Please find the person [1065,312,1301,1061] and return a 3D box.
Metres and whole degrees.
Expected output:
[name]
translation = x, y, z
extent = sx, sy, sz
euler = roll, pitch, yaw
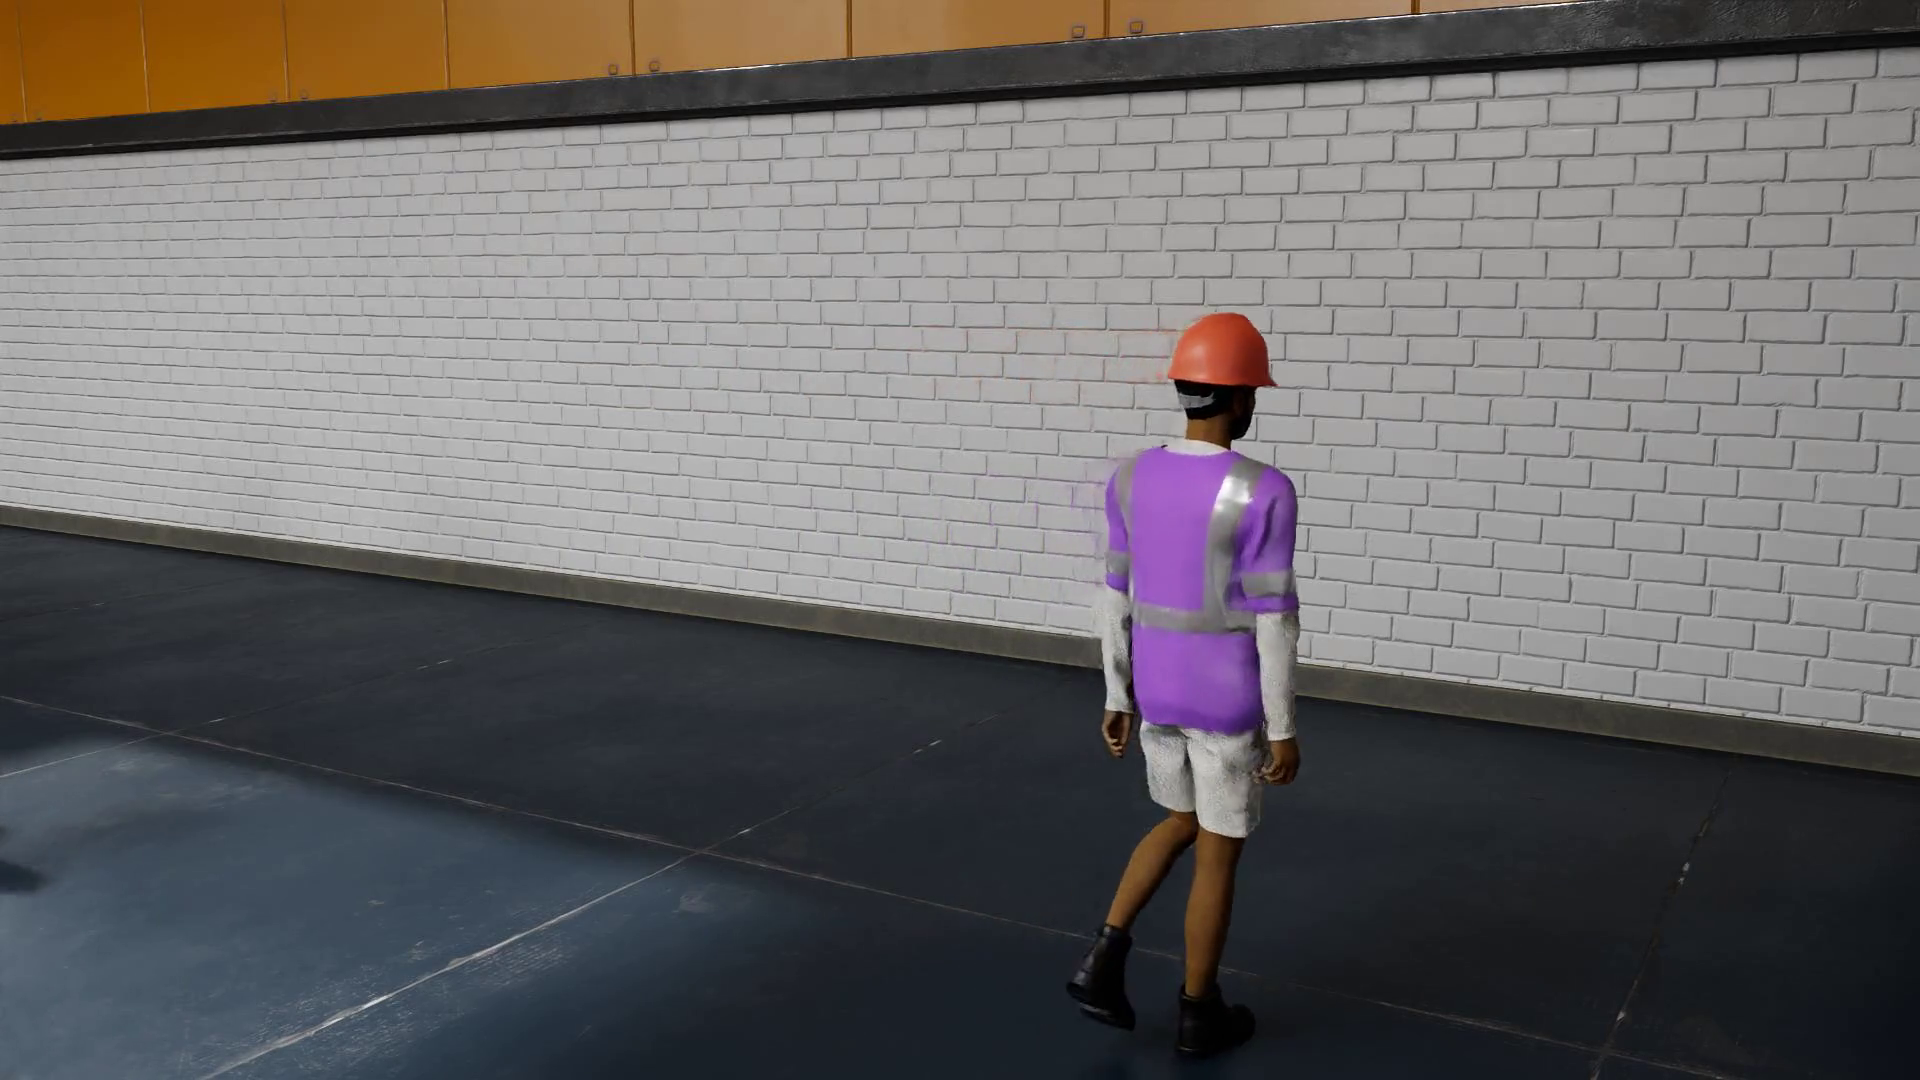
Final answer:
[person]
translation = 0.588, 0.397, 4.200
extent = 0.503, 1.925, 0.545
euler = -8, 12, -40
